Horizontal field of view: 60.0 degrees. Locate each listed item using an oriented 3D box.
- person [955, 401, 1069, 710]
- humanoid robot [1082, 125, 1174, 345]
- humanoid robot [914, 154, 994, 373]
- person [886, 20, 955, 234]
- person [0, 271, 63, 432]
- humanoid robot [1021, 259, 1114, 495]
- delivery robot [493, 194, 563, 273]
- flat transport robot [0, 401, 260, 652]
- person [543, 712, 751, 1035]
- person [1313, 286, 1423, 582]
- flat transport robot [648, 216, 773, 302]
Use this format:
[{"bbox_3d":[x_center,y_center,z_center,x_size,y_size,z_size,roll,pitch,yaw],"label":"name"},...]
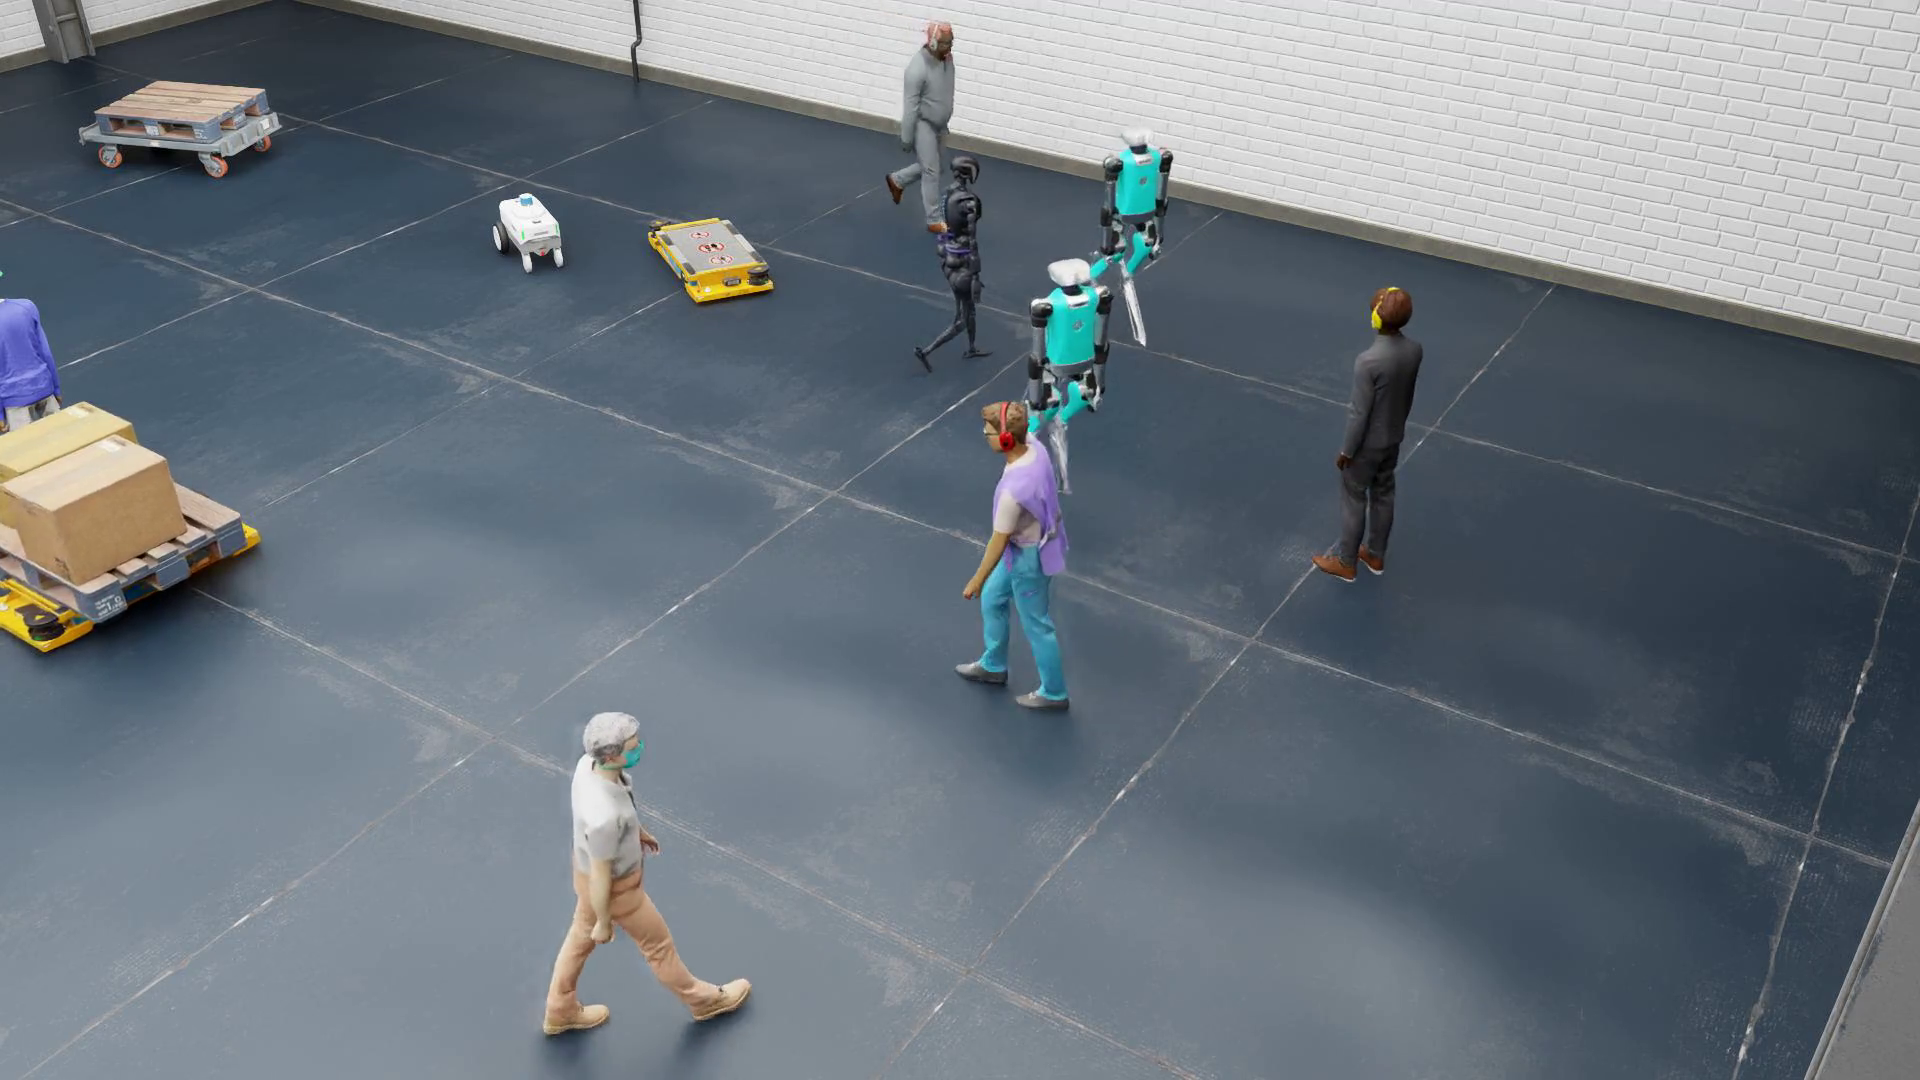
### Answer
[{"bbox_3d":[0.252,0.109,8.669,0.798,1.804,0.567,5,33,8],"label":"person"},{"bbox_3d":[1.192,-2.324,12.584,0.534,1.817,0.817,-12,35,-18],"label":"humanoid robot"},{"bbox_3d":[-0.054,-2.028,12.133,0.654,1.638,0.615,-11,34,-16],"label":"humanoid robot"},{"bbox_3d":[-0.348,-3.582,14.352,0.715,1.875,0.654,17,36,24],"label":"person"},{"bbox_3d":[-5.726,-0.886,10.167,0.381,1.865,0.457,18,37,26],"label":"person"},{"bbox_3d":[0.593,-0.986,10.459,0.539,1.801,0.710,-12,35,-18],"label":"humanoid robot"},{"bbox_3d":[-3.641,-2.642,14.091,0.499,0.581,0.774,-16,36,-23],"label":"delivery robot"},{"bbox_3d":[-5.036,0.163,10.003,0.659,0.231,1.431,20,38,28],"label":"flat transport robot"},{"bbox_3d":[-1.393,1.372,6.813,0.899,1.695,0.469,-11,34,-16],"label":"person"},{"bbox_3d":[2.404,-0.604,9.716,0.505,1.875,0.361,-20,38,-28],"label":"person"},{"bbox_3d":[-2.112,-2.384,13.966,0.659,0.231,1.431,-14,35,-20],"label":"flat transport robot"}]
